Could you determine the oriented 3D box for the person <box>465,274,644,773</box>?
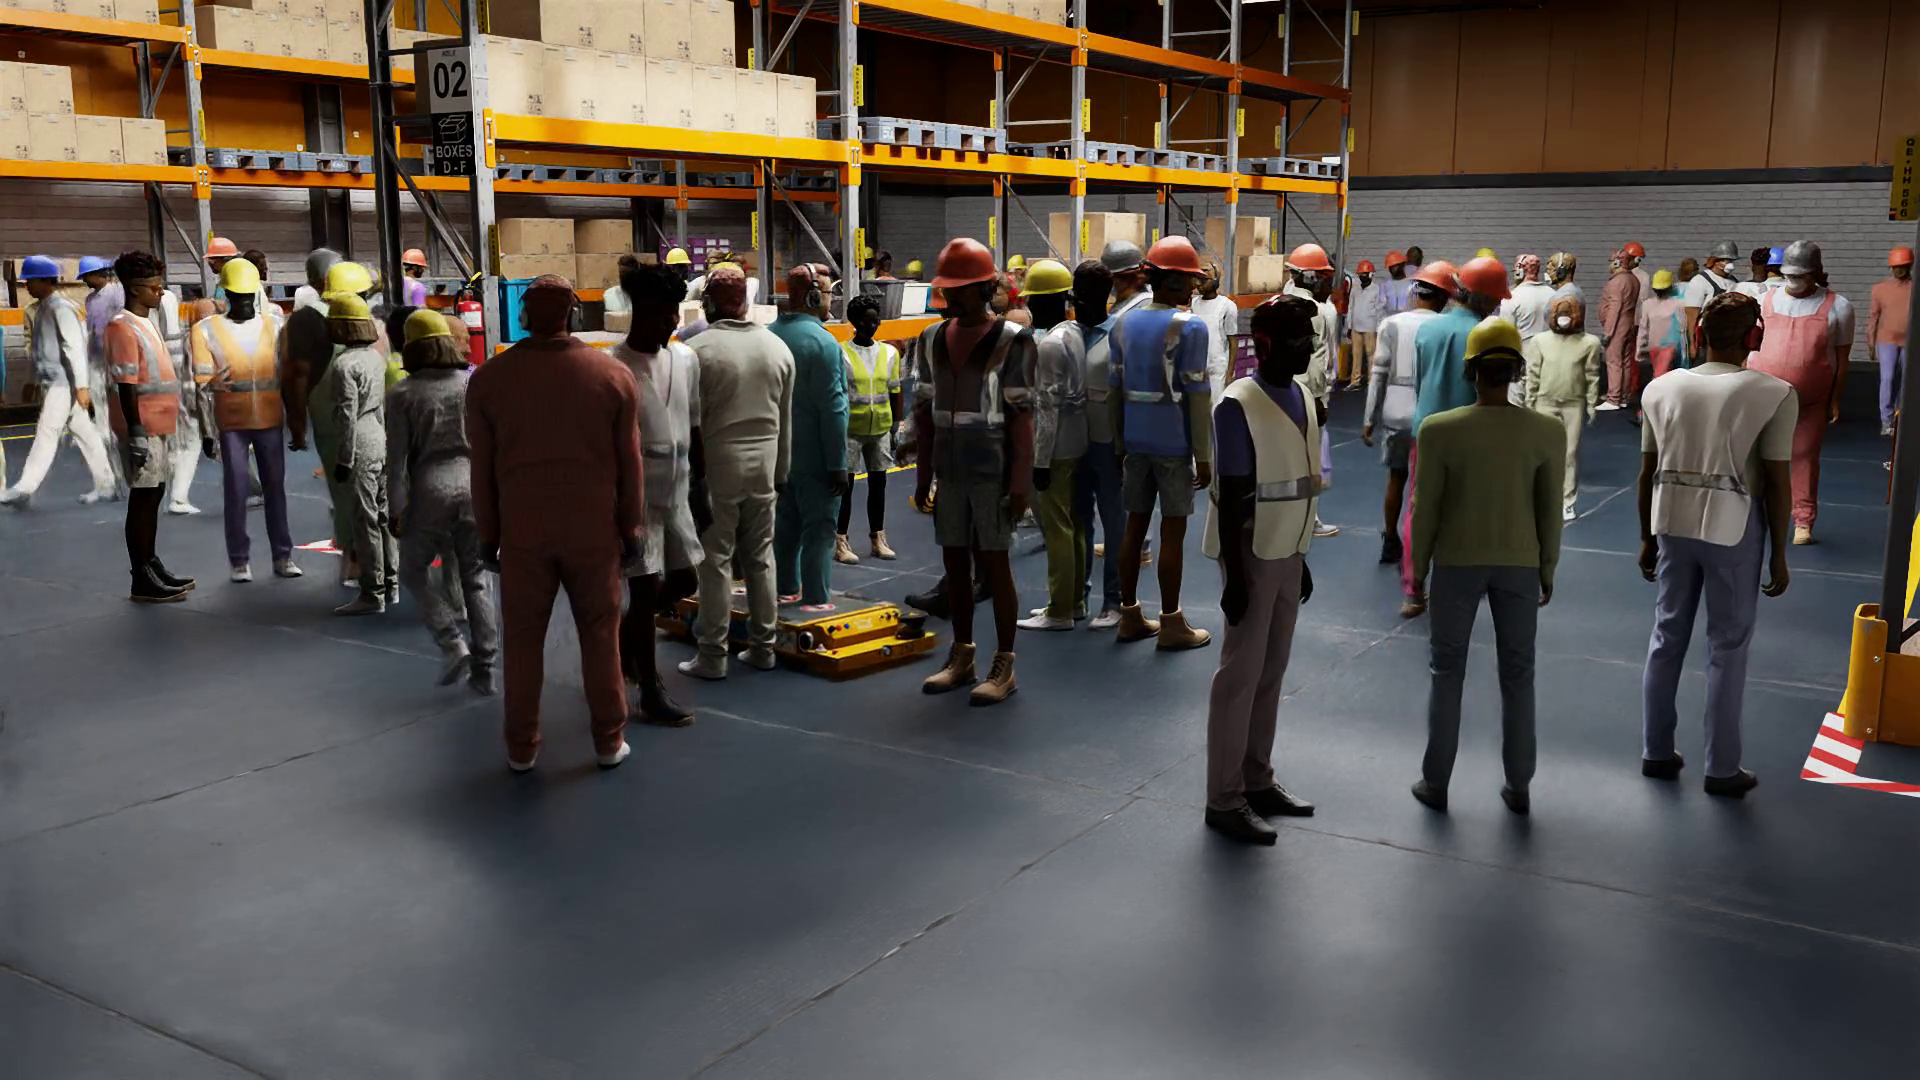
[{"bbox_3d":[-1.532,-0.060,6.375,0.644,1.898,0.396,-2,10,-9],"label":"person"}]

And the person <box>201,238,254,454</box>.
[{"bbox_3d":[-6.900,-1.822,15.721,0.376,2.041,0.615,-8,13,-38],"label":"person"}]

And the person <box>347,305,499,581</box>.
[{"bbox_3d":[-3.203,-0.546,9.735,0.895,1.634,0.541,-3,11,-15],"label":"person"}]

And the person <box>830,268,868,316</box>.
[{"bbox_3d":[-1.145,-2.189,18.139,0.598,1.908,0.401,-4,11,-23],"label":"person"}]

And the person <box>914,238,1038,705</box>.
[{"bbox_3d":[0.040,-0.296,7.310,0.608,2.033,0.409,7,13,35],"label":"person"}]

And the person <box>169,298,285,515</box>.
[{"bbox_3d":[-5.529,-0.992,12.370,0.529,1.593,0.881,7,12,32],"label":"person"}]

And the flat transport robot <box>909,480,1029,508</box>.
[{"bbox_3d":[0.359,-0.394,12.718,1.431,0.197,0.652,-10,14,-43],"label":"flat transport robot"}]

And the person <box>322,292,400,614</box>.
[{"bbox_3d":[-3.278,-0.469,9.053,0.295,1.744,0.488,0,10,3],"label":"person"}]

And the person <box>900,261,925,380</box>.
[{"bbox_3d":[-0.684,-3.171,24.075,0.514,1.723,0.432,7,13,35],"label":"person"}]

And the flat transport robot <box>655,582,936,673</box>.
[{"bbox_3d":[-0.857,0.398,8.332,1.431,0.197,0.652,10,14,43],"label":"flat transport robot"}]

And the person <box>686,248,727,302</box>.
[{"bbox_3d":[-2.468,-1.959,16.771,0.631,1.936,0.362,-10,14,-43],"label":"person"}]

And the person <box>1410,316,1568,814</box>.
[{"bbox_3d":[1.862,0.091,5.920,0.523,1.759,0.349,1,10,8],"label":"person"}]

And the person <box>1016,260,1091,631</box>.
[{"bbox_3d":[0.489,-0.486,8.664,0.397,1.920,0.586,3,11,17],"label":"person"}]

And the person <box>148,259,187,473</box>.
[{"bbox_3d":[-6.944,-1.515,14.457,0.342,1.882,0.579,0,10,-2],"label":"person"}]

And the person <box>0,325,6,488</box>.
[{"bbox_3d":[-7.759,-1.184,13.037,0.352,1.738,0.573,4,11,19],"label":"person"}]

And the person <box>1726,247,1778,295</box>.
[{"bbox_3d":[7.811,-1.897,16.387,0.369,1.958,0.598,-8,13,-38],"label":"person"}]

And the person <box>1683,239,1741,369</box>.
[{"bbox_3d":[7.755,-2.058,17.035,0.681,2.000,0.535,-5,11,-24],"label":"person"}]

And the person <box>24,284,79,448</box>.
[{"bbox_3d":[-8.871,-1.767,16.263,0.571,1.740,0.355,1,10,5],"label":"person"}]

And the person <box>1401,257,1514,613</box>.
[{"bbox_3d":[2.740,-0.568,9.100,0.600,1.921,0.937,10,14,44],"label":"person"}]

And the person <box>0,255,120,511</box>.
[{"bbox_3d":[-6.898,-1.178,12.529,0.971,1.895,0.646,-8,13,-37],"label":"person"}]

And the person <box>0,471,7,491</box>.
[{"bbox_3d":[-7.715,-1.290,12.835,0.500,2.023,0.652,-5,11,-25],"label":"person"}]

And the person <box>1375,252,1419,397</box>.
[{"bbox_3d":[5.484,-2.664,20.866,0.557,1.866,1.016,7,12,34],"label":"person"}]

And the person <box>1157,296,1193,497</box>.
[{"bbox_3d":[1.682,-1.152,13.140,0.280,1.631,0.504,2,10,10],"label":"person"}]

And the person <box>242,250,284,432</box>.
[{"bbox_3d":[-7.364,-2.058,17.371,0.397,1.919,0.590,-5,12,-27],"label":"person"}]

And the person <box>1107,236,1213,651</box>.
[{"bbox_3d":[1.014,-0.476,8.267,0.389,2.039,0.613,-9,14,-41],"label":"person"}]

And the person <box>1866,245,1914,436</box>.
[{"bbox_3d":[9.797,-2.079,17.347,0.628,1.968,0.619,6,12,29],"label":"person"}]

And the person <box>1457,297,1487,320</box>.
[{"bbox_3d":[4.715,-1.563,15.424,0.314,1.632,0.516,10,14,43],"label":"person"}]

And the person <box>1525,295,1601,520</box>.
[{"bbox_3d":[4.369,-0.963,12.100,0.506,1.631,0.269,5,11,25],"label":"person"}]

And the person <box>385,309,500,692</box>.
[{"bbox_3d":[-2.297,-0.163,7.417,0.532,1.720,0.420,-8,13,-38],"label":"person"}]

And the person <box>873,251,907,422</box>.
[{"bbox_3d":[-0.789,-2.099,17.637,0.597,1.909,0.405,-9,13,-40],"label":"person"}]

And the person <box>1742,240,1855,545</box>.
[{"bbox_3d":[5.533,-0.986,11.095,0.674,2.000,0.535,7,12,33],"label":"person"}]

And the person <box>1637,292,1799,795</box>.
[{"bbox_3d":[2.751,0.015,6.123,0.394,1.836,0.560,-8,13,-39],"label":"person"}]

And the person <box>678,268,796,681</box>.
[{"bbox_3d":[-1.064,-0.301,7.718,0.654,1.895,0.400,-10,14,-43],"label":"person"}]

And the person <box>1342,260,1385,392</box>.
[{"bbox_3d":[5.398,-2.853,22.232,0.330,1.751,0.563,-9,14,-41],"label":"person"}]

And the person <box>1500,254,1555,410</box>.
[{"bbox_3d":[4.890,-1.519,14.456,0.647,1.900,0.400,-4,11,-23],"label":"person"}]

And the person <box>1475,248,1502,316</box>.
[{"bbox_3d":[6.460,-2.629,20.519,0.593,1.922,0.384,-8,13,-38],"label":"person"}]

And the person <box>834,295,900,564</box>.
[{"bbox_3d":[-0.608,-0.691,10.441,0.530,1.689,0.321,-5,11,-26],"label":"person"}]

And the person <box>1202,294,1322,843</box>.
[{"bbox_3d":[1.031,0.083,5.714,0.373,1.843,0.572,7,13,35],"label":"person"}]

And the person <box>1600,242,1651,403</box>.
[{"bbox_3d":[8.359,-2.717,20.808,0.375,1.997,0.611,-3,11,-16],"label":"person"}]

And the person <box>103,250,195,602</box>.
[{"bbox_3d":[-4.587,-0.639,9.379,0.361,1.962,0.616,-3,11,-15],"label":"person"}]

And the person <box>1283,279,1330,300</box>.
[{"bbox_3d":[3.705,-2.191,18.131,0.408,1.913,0.641,-7,13,-35],"label":"person"}]

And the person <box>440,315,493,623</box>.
[{"bbox_3d":[-2.674,-0.379,8.872,0.318,1.631,0.524,2,10,12],"label":"person"}]

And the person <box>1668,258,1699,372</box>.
[{"bbox_3d":[7.882,-2.149,18.124,0.503,1.826,0.416,10,14,43],"label":"person"}]

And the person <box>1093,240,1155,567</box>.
[{"bbox_3d":[0.991,-0.848,10.328,0.536,2.000,0.672,-2,10,-9],"label":"person"}]

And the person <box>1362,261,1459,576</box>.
[{"bbox_3d":[2.810,-0.748,10.202,0.613,1.887,0.745,5,11,26],"label":"person"}]

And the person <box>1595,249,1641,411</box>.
[{"bbox_3d":[7.811,-2.495,19.822,0.406,1.911,0.636,9,14,42],"label":"person"}]

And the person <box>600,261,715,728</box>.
[{"bbox_3d":[-1.355,-0.195,7.000,0.673,1.940,0.649,8,13,37],"label":"person"}]

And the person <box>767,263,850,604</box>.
[{"bbox_3d":[-0.745,-0.424,8.350,0.405,1.906,0.653,-8,13,-37],"label":"person"}]

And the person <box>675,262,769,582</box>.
[{"bbox_3d":[-1.319,-0.609,9.393,0.650,1.900,0.476,-2,10,-13],"label":"person"}]

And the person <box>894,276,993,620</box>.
[{"bbox_3d":[-0.047,-0.525,8.984,0.911,1.875,0.557,-10,14,-44],"label":"person"}]

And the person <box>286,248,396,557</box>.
[{"bbox_3d":[-3.718,-0.839,10.281,0.806,2.000,1.045,-5,11,-27],"label":"person"}]

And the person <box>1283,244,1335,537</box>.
[{"bbox_3d":[2.347,-1.021,11.415,0.382,1.995,0.612,-3,11,-16],"label":"person"}]

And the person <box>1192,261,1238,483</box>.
[{"bbox_3d":[2.063,-1.396,13.907,0.514,1.844,0.328,9,13,40],"label":"person"}]

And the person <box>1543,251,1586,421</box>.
[{"bbox_3d":[5.028,-1.438,13.927,0.367,1.932,0.622,6,12,28],"label":"person"}]

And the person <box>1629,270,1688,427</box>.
[{"bbox_3d":[7.614,-2.069,18.036,0.905,1.697,0.535,-5,12,-28],"label":"person"}]

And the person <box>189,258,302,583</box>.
[{"bbox_3d":[-4.220,-0.703,9.887,0.591,1.915,0.400,-8,13,-38],"label":"person"}]

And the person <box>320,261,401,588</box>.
[{"bbox_3d":[-3.405,-0.667,9.710,0.520,1.904,0.610,-4,11,-20],"label":"person"}]
